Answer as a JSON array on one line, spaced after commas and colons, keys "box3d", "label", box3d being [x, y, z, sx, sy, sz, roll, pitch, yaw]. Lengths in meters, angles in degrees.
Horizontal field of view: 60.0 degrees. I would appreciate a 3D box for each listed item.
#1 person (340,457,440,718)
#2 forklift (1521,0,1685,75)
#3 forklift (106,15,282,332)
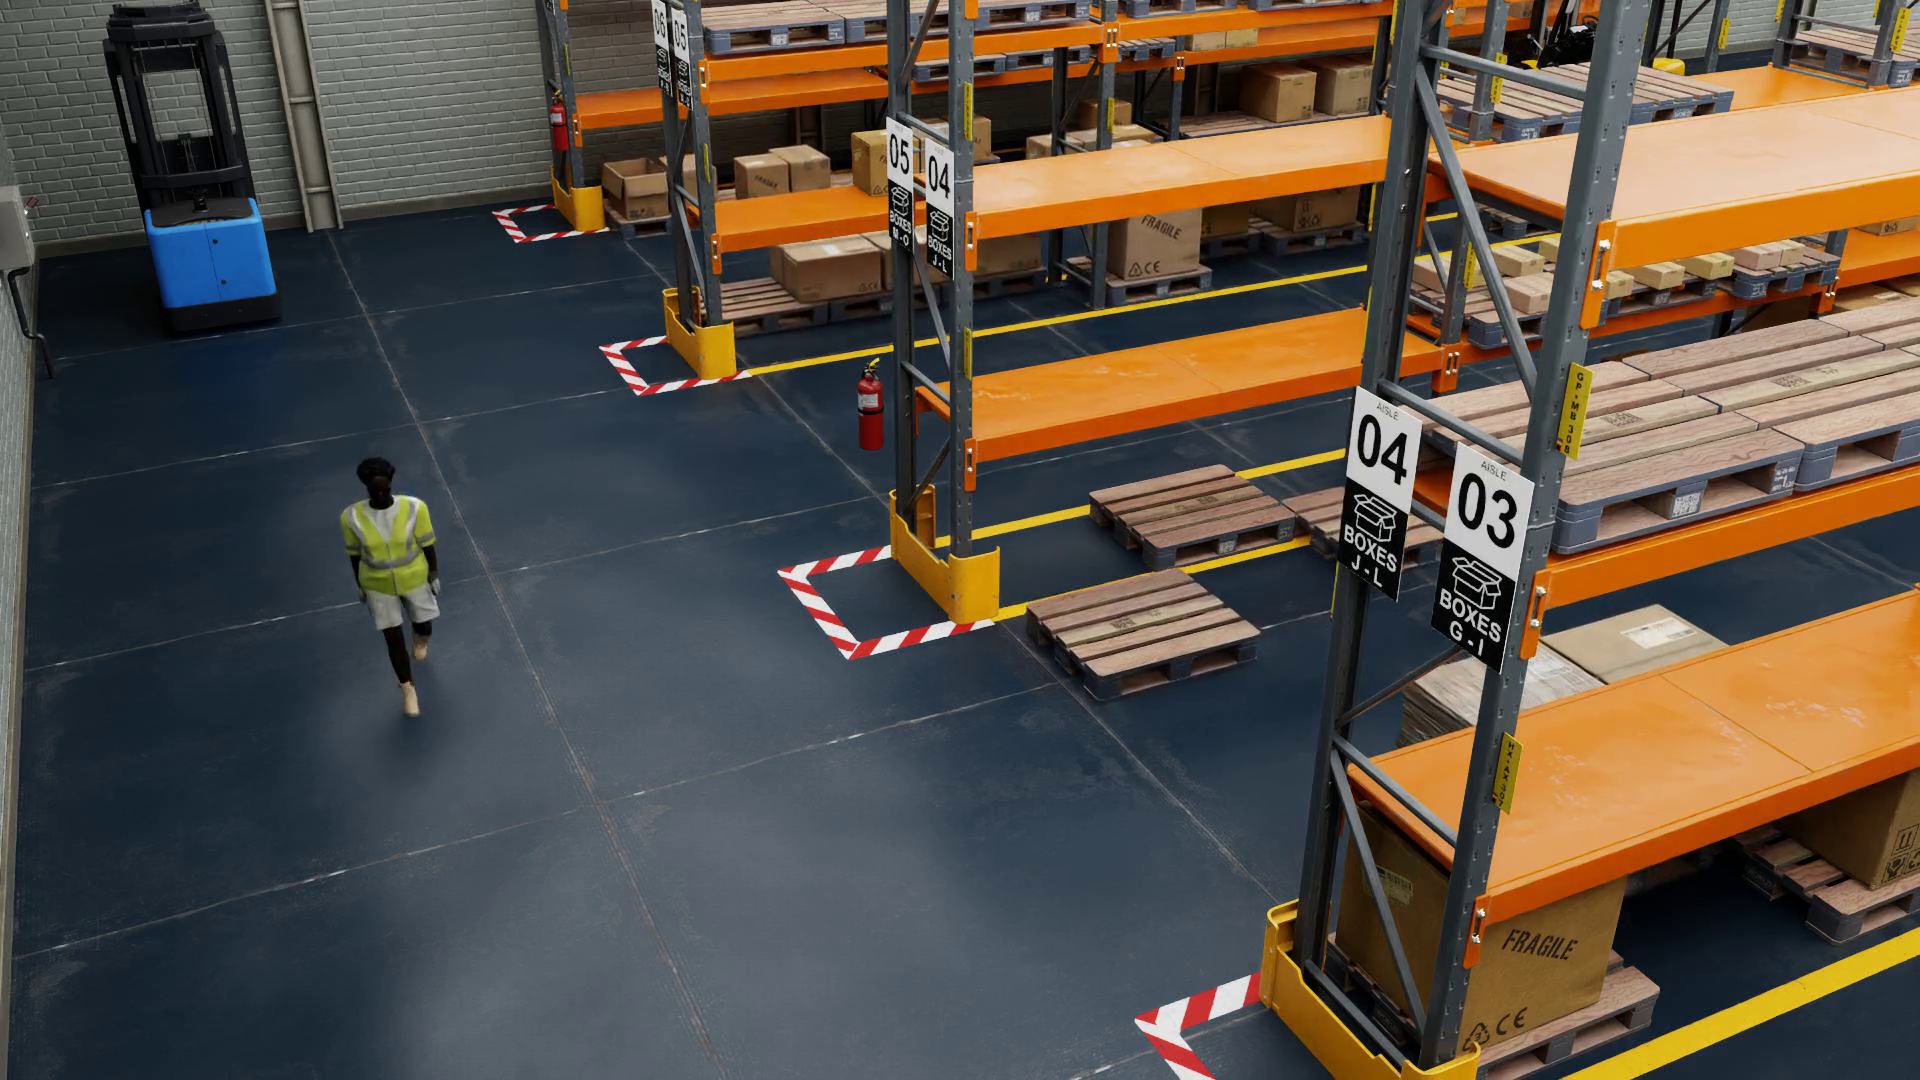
[{"box3d": [-3.448, 0.215, 10.167, 0.530, 1.678, 0.641, -9, 29, -17], "label": "person"}, {"box3d": [8.950, -6.807, 23.056, 1.214, 2.155, 2.313, -12, 30, -22], "label": "forklift"}, {"box3d": [-7.548, -3.672, 16.323, 1.129, 2.768, 1.873, -12, 30, -22], "label": "forklift"}]
